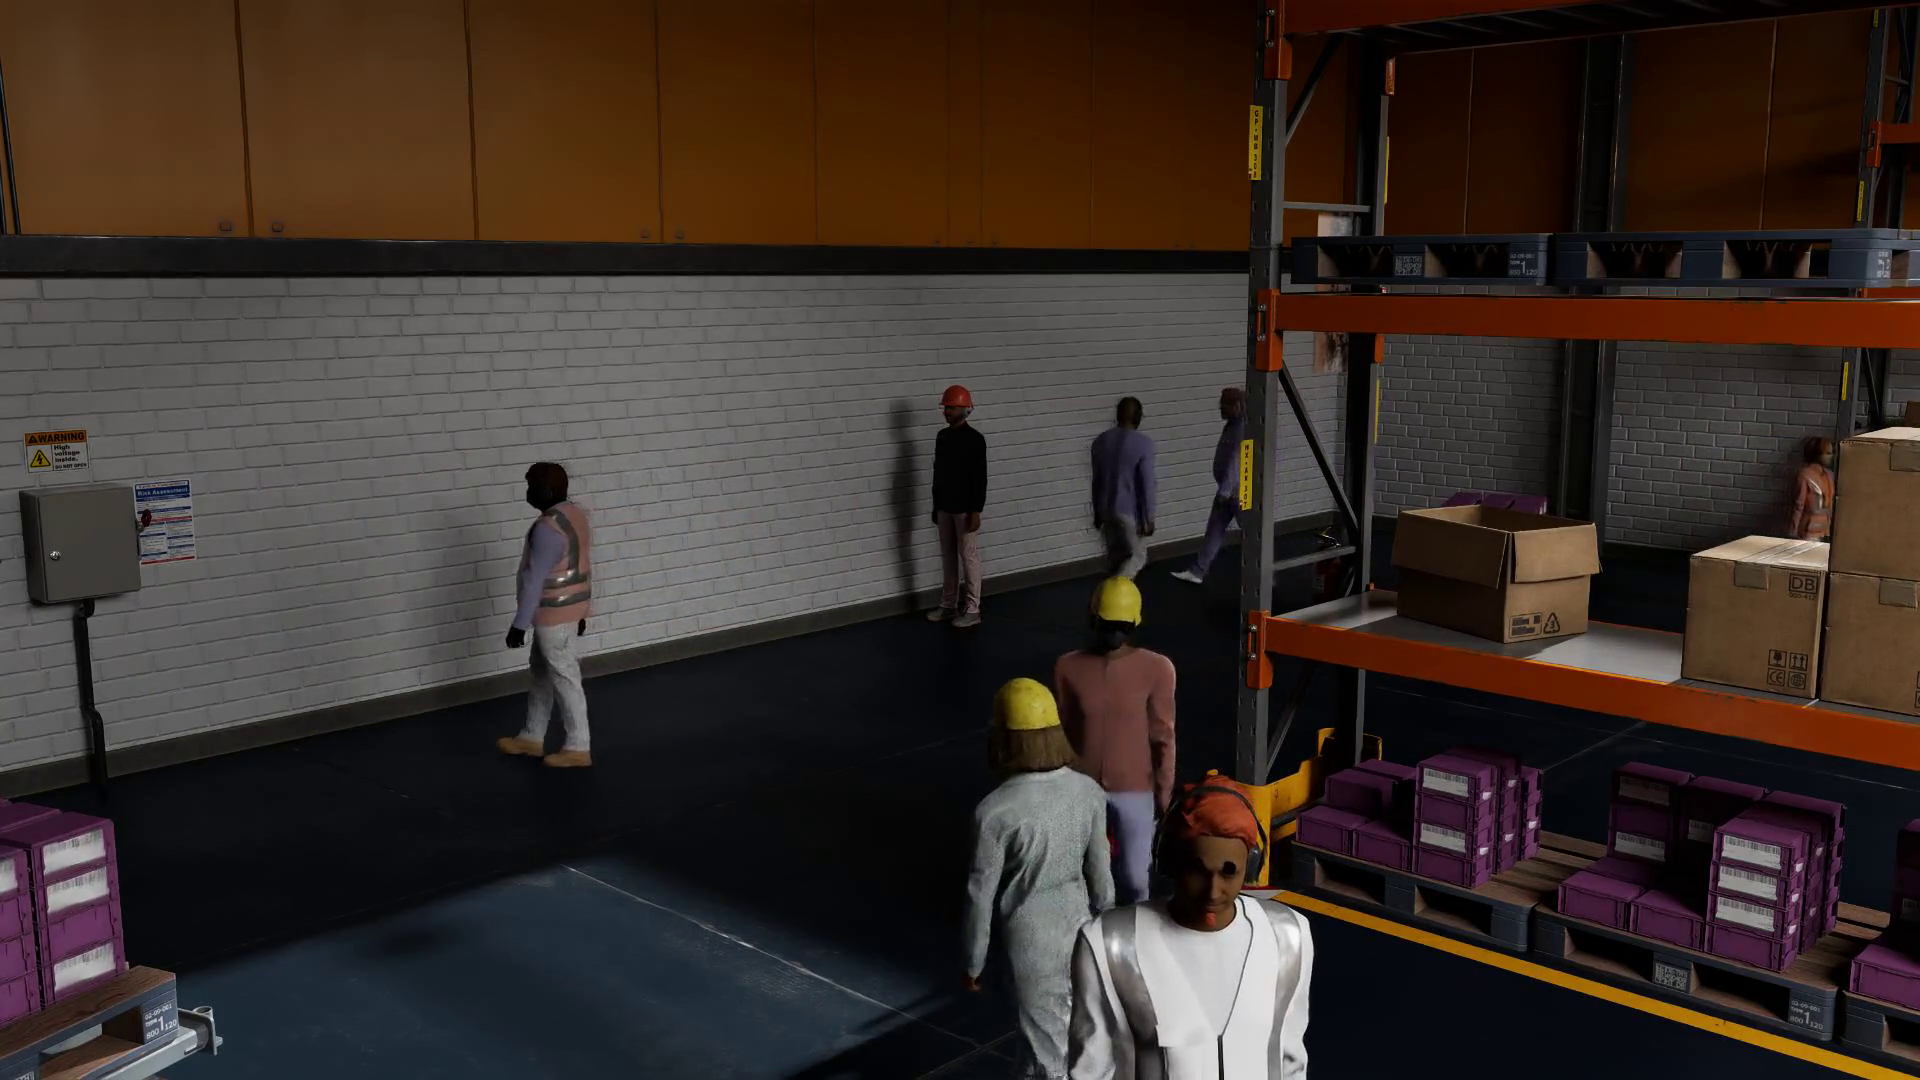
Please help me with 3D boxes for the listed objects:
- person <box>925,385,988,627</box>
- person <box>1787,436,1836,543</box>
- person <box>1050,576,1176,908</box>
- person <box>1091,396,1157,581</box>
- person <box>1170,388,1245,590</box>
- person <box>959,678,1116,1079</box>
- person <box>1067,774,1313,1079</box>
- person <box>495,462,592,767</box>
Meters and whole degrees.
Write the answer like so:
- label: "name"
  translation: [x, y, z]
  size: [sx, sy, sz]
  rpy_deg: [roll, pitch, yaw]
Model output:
- label: "person"
  translation: [-0.028, -0.286, 13.794]
  size: [0.372, 1.997, 0.622]
  rpy_deg: [-8, 12, -39]
- label: "person"
  translation: [6.917, -0.063, 13.622]
  size: [0.519, 1.606, 0.821]
  rpy_deg: [-8, 12, -40]
- label: "person"
  translation: [0.620, 0.979, 6.788]
  size: [0.548, 1.751, 0.583]
  rpy_deg: [2, 10, 14]
- label: "person"
  translation: [1.298, -0.217, 13.625]
  size: [0.666, 1.919, 0.561]
  rpy_deg: [9, 13, 43]
- label: "person"
  translation: [2.428, -0.451, 15.231]
  size: [0.963, 1.861, 0.655]
  rpy_deg: [-1, 9, -4]
- label: "person"
  translation: [0.265, 1.272, 5.162]
  size: [0.491, 1.693, 0.822]
  rpy_deg: [-8, 12, -40]
- label: "person"
  translation: [0.507, 1.425, 3.649]
  size: [0.572, 1.886, 0.353]
  rpy_deg: [-3, 10, -15]
- label: "person"
  translation: [-2.497, 0.451, 9.836]
  size: [0.623, 1.831, 0.639]
  rpy_deg: [0, 9, -1]
